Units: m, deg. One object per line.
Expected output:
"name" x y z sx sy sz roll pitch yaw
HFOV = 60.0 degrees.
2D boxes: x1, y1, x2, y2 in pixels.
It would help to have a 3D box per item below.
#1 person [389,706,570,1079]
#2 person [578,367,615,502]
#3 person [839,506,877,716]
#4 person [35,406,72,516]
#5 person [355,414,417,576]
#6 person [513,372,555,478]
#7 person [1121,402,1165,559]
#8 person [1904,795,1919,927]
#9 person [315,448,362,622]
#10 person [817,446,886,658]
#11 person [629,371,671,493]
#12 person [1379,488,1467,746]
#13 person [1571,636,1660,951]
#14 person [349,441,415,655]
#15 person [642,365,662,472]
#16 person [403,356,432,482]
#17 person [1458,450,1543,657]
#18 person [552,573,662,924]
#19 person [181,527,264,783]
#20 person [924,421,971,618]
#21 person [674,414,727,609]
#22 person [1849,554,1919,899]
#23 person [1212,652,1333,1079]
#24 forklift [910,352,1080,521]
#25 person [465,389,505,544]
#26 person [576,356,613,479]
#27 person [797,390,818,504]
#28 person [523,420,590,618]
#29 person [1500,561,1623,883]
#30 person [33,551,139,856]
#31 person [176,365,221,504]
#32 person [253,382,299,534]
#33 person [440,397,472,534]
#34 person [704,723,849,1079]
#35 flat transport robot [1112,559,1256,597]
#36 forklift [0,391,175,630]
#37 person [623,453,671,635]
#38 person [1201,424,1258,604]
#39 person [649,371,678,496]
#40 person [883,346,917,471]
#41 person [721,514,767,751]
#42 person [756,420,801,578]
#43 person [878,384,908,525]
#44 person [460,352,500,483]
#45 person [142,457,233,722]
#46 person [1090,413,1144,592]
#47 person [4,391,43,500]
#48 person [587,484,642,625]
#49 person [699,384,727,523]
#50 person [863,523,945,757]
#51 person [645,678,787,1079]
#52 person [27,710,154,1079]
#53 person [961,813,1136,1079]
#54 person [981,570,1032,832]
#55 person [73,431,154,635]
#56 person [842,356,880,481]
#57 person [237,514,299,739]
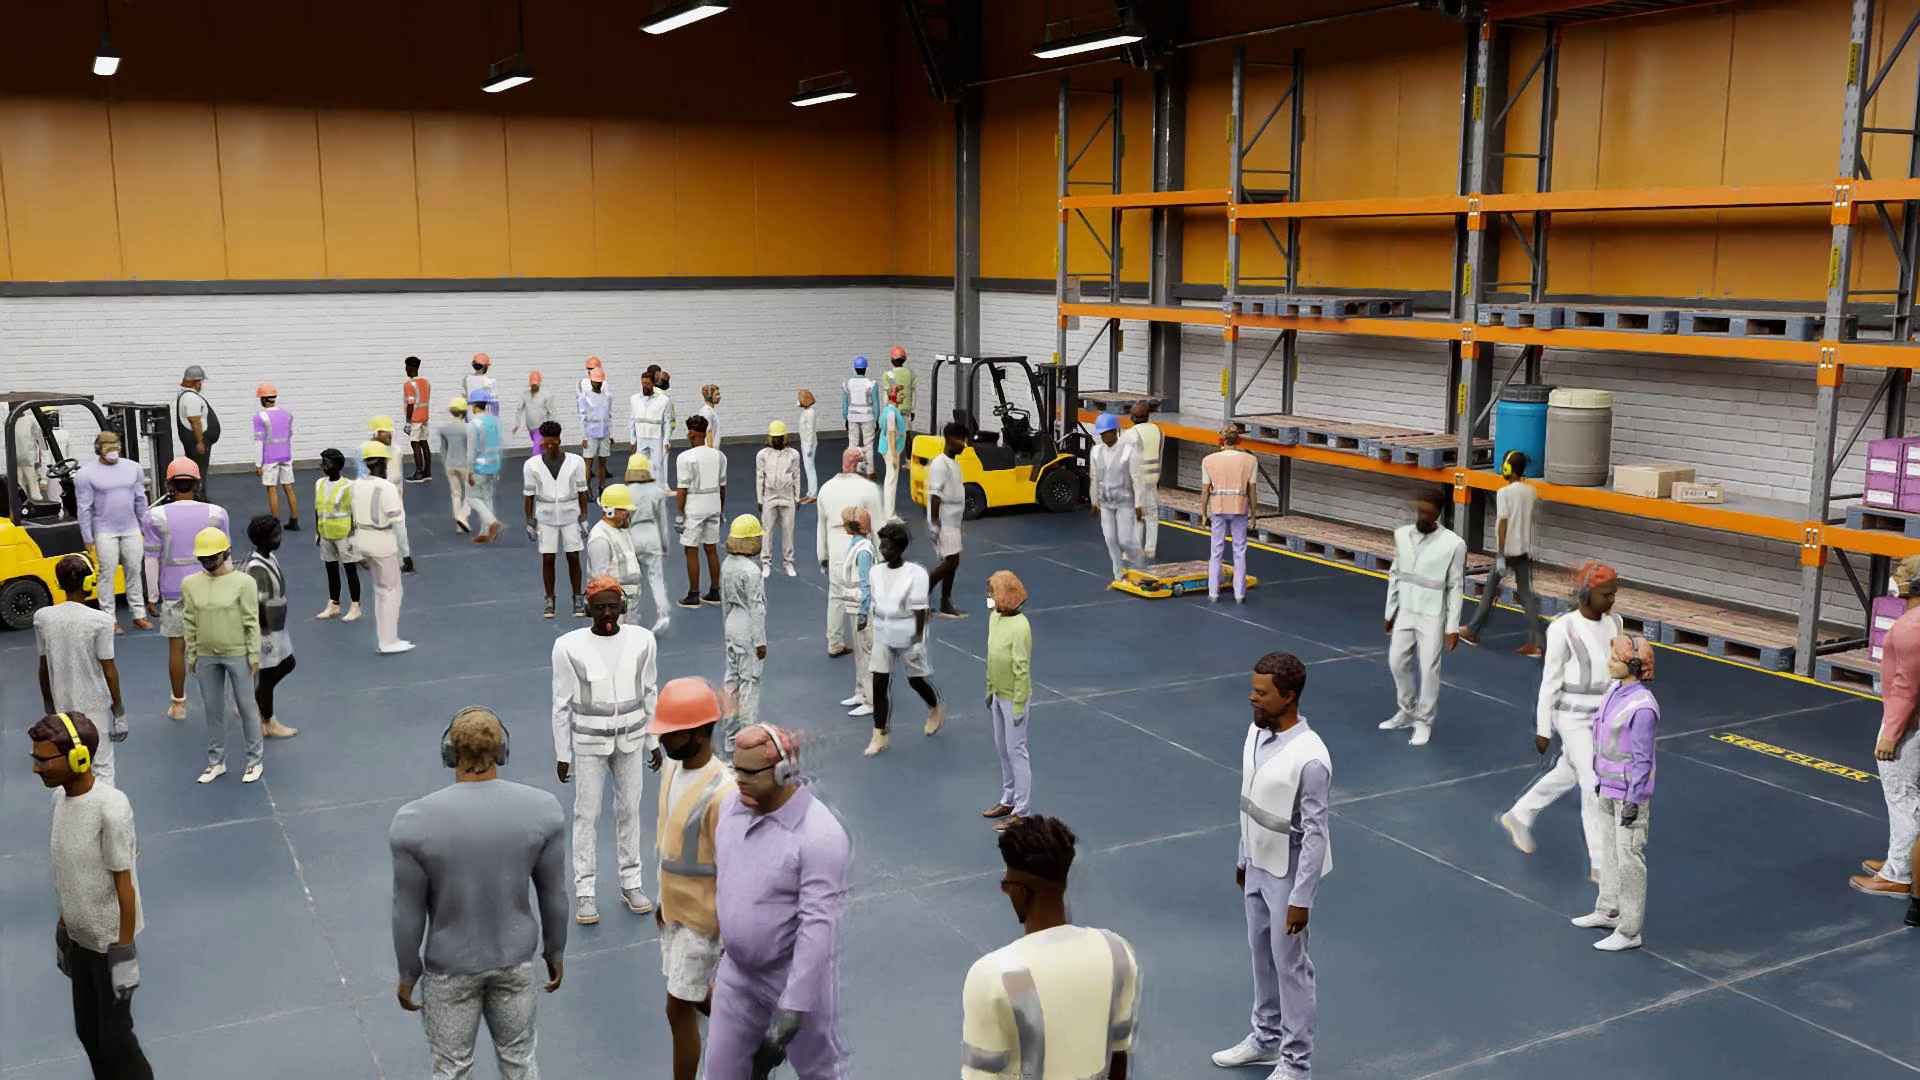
"person" -1.768 1.566 6.181 0.639 1.928 0.373 -5 11 -26
"person" -5.196 -1.511 23.872 0.545 1.933 0.376 -9 14 -43
"person" -0.770 0.544 12.897 0.315 1.636 0.515 -2 10 -11
"person" -10.872 -0.747 19.977 0.323 1.761 0.523 1 10 4
"person" -6.464 -0.512 18.527 0.896 1.796 0.589 9 13 41
"person" -6.710 -1.817 26.320 0.566 1.697 0.939 4 11 21
"person" 2.091 -0.681 19.366 0.624 1.841 0.430 -8 13 -39
"person" 5.237 1.145 8.623 0.388 1.924 0.549 -3 10 -19
"person" -6.045 -0.050 16.139 0.535 1.697 0.318 4 11 22
"person" -0.925 0.131 14.558 0.707 1.898 0.432 8 12 37
"person" -4.327 -1.397 23.253 0.588 1.920 0.391 2 10 9
"person" 3.397 0.547 12.165 0.460 1.895 0.683 -8 13 -39
"person" 3.415 1.292 8.576 0.307 1.641 0.514 0 10 1
"person" -5.163 0.073 14.848 0.649 1.895 0.407 7 12 36
"person" -4.578 -1.646 24.706 0.392 1.914 0.587 -1 10 -8
"person" -8.468 -1.881 25.906 0.361 1.964 0.613 2 10 12
"person" 4.893 0.102 14.908 0.513 1.818 0.943 -5 11 -27
"person" -1.890 1.107 8.940 0.584 1.882 0.337 -5 11 -28
"person" -4.970 0.777 11.207 0.518 1.758 0.337 0 10 2
"person" -0.142 -0.186 16.241 0.444 1.935 0.664 3 10 18
"person" -2.616 -0.290 16.786 0.378 1.953 0.620 8 13 40
"person" 5.265 1.025 9.257 0.372 1.940 0.631 9 13 41
"person" 1.363 1.412 7.087 0.392 1.919 0.591 -3 10 -17
"forklift" 0.460 -1.461 22.833 2.313 2.155 1.214 -5 11 -28
"person" -5.789 -0.880 20.282 0.492 1.921 0.617 4 10 20
"person" -5.759 -1.924 26.235 0.545 1.938 0.361 2 10 13
"person" -2.176 -1.332 23.736 0.277 1.627 0.505 -3 10 -15
"person" -3.949 -0.206 16.307 0.621 1.952 0.384 -2 10 -13
"person" 3.536 1.014 9.598 0.567 1.849 0.954 -7 12 -35
"person" -5.097 0.993 9.674 0.514 1.861 0.322 2 10 9
"person" -10.492 -1.406 22.956 0.536 2.000 0.688 -7 12 -34
"person" -8.745 -1.046 21.200 0.378 1.933 0.550 6 12 31
"person" -6.333 -0.935 21.078 0.529 1.754 0.390 2 10 12
"person" -0.760 1.606 6.082 0.652 1.873 0.865 8 12 37
"flat transport robot" 2.384 0.397 17.667 1.431 0.197 0.652 -6 11 -29
"forklift" -9.026 -0.363 16.508 1.214 2.155 2.313 6 11 29
"person" -2.933 0.043 15.587 0.510 1.701 0.783 -5 11 -28
"person" 2.732 -0.254 16.920 0.559 1.836 0.394 2 10 9
"person" -4.391 -1.560 24.436 0.430 1.838 0.624 -5 11 -28
"person" -1.000 -2.127 27.090 0.608 2.048 0.370 -6 11 -31
"person" -1.507 0.679 11.813 0.295 1.744 0.491 -7 12 -35
"person" -1.992 -0.449 18.306 0.492 1.742 0.321 -2 10 -13
"person" -0.892 -1.129 21.928 0.388 1.844 0.563 -1 10 -4
"person" -7.411 -1.885 25.779 0.621 2.030 0.440 2 10 12
"person" -5.901 0.376 12.749 0.612 2.029 0.407 -6 12 -33
"person" 1.628 -0.387 17.479 0.624 1.907 0.537 8 13 40
"person" -11.605 -0.916 20.630 0.513 1.871 0.329 2 10 9
"person" -2.652 0.471 12.805 0.403 1.818 0.601 1 10 4
"person" -3.283 -1.138 21.975 0.344 1.847 0.504 -2 10 -10
"person" -0.403 0.684 11.999 0.527 1.666 0.782 6 11 29
"person" -1.043 1.475 6.736 0.737 1.916 0.571 -6 12 -32
"person" -3.337 1.562 6.424 0.525 1.854 0.333 7 12 35
"person" 0.293 1.791 4.854 0.665 1.936 0.731 -7 12 -37
"person" 0.290 0.990 10.366 0.294 1.625 0.502 -4 11 -21
"person" -7.931 -0.072 15.612 0.367 1.929 0.637 8 13 38
"person" -1.541 -1.897 26.045 0.605 1.951 0.383 3 10 15
"person" -5.072 0.641 12.188 0.365 1.679 0.556 -3 10 -15
